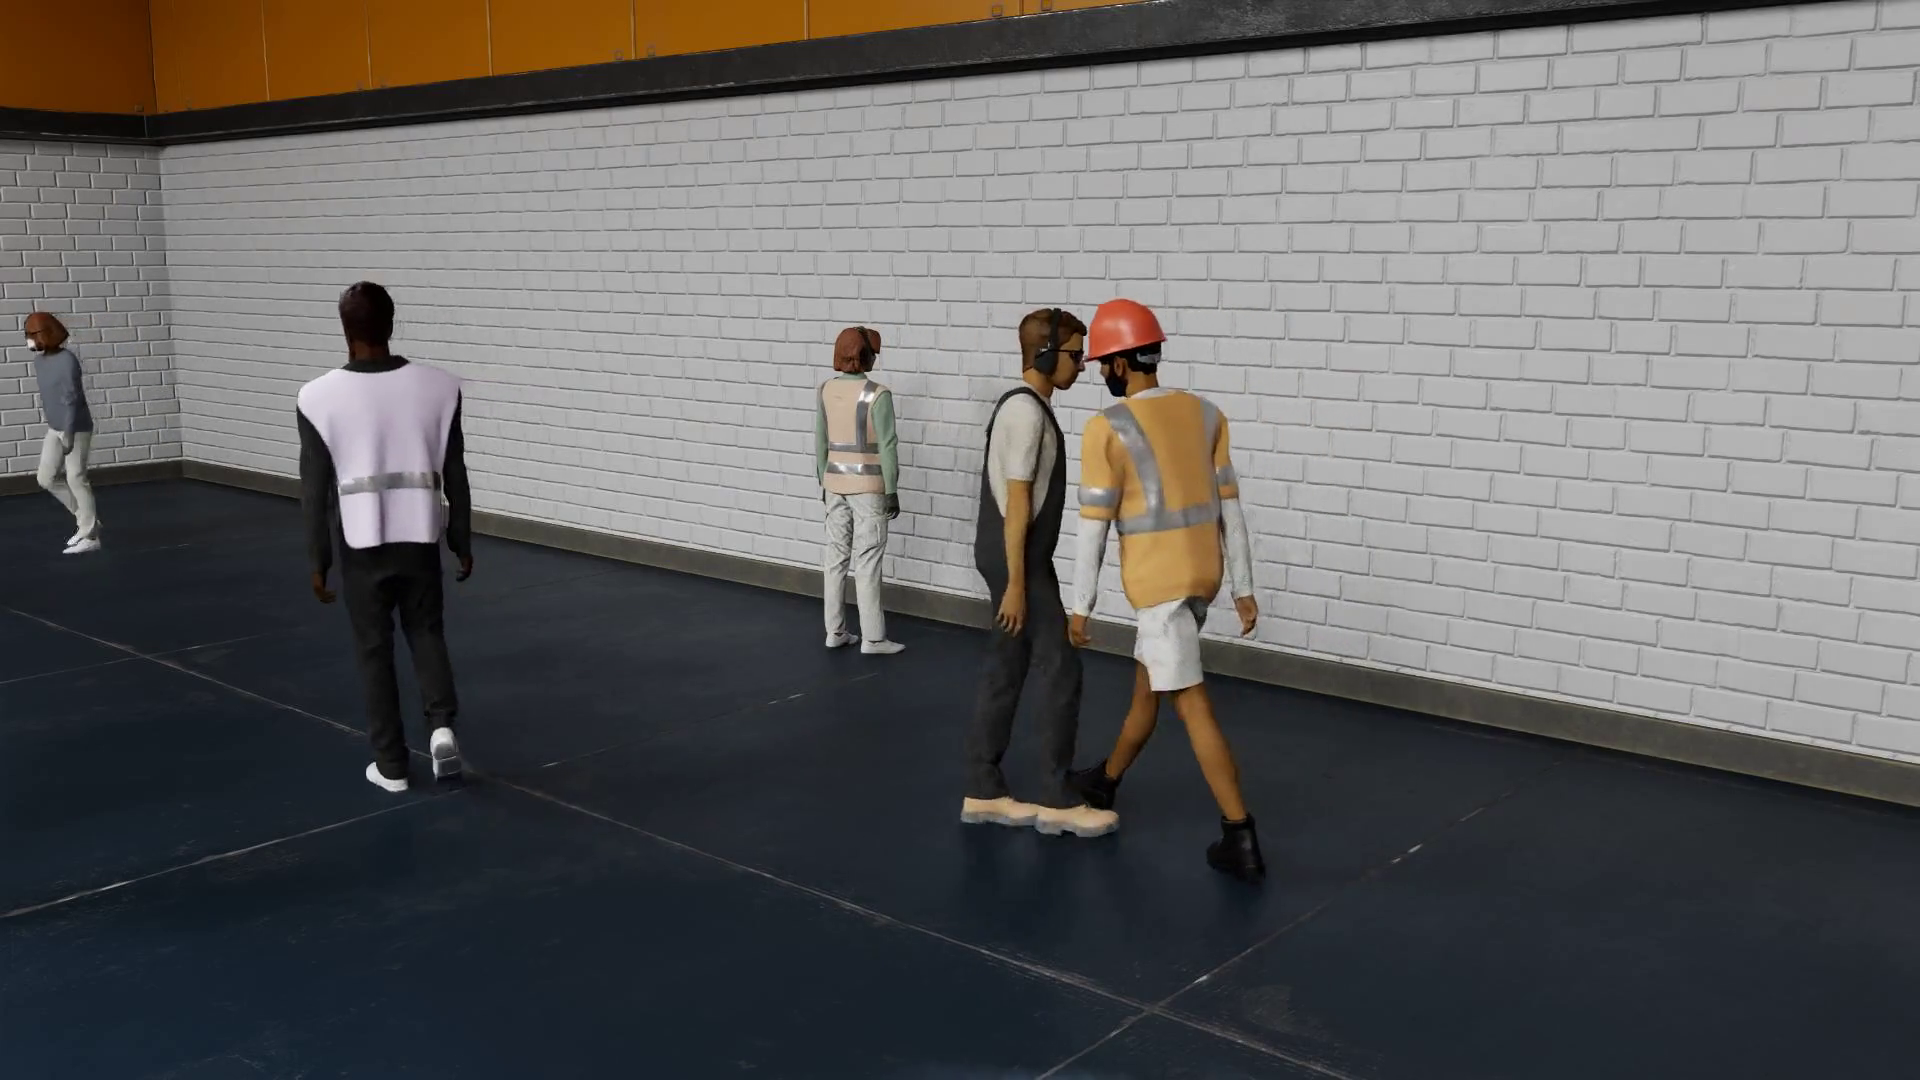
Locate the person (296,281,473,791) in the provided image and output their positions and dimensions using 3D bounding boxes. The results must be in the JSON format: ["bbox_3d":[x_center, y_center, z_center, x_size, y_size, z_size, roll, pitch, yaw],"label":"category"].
[{"bbox_3d":[-2.085,0.013,6.099,0.617,1.904,0.493,-7,12,-33],"label":"person"}]

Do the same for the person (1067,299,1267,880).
[{"bbox_3d":[0.655,0.142,5.516,0.549,1.845,1.065,-8,13,-37],"label":"person"}]

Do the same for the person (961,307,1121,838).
[{"bbox_3d":[0.292,0.115,5.756,0.594,1.826,0.548,0,10,-2],"label":"person"}]

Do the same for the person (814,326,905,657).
[{"bbox_3d":[-0.510,-0.238,8.279,0.522,1.640,0.306,8,13,39],"label":"person"}]

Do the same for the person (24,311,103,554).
[{"bbox_3d":[-5.930,-0.702,11.007,0.506,1.611,0.369,7,12,33],"label":"person"}]
